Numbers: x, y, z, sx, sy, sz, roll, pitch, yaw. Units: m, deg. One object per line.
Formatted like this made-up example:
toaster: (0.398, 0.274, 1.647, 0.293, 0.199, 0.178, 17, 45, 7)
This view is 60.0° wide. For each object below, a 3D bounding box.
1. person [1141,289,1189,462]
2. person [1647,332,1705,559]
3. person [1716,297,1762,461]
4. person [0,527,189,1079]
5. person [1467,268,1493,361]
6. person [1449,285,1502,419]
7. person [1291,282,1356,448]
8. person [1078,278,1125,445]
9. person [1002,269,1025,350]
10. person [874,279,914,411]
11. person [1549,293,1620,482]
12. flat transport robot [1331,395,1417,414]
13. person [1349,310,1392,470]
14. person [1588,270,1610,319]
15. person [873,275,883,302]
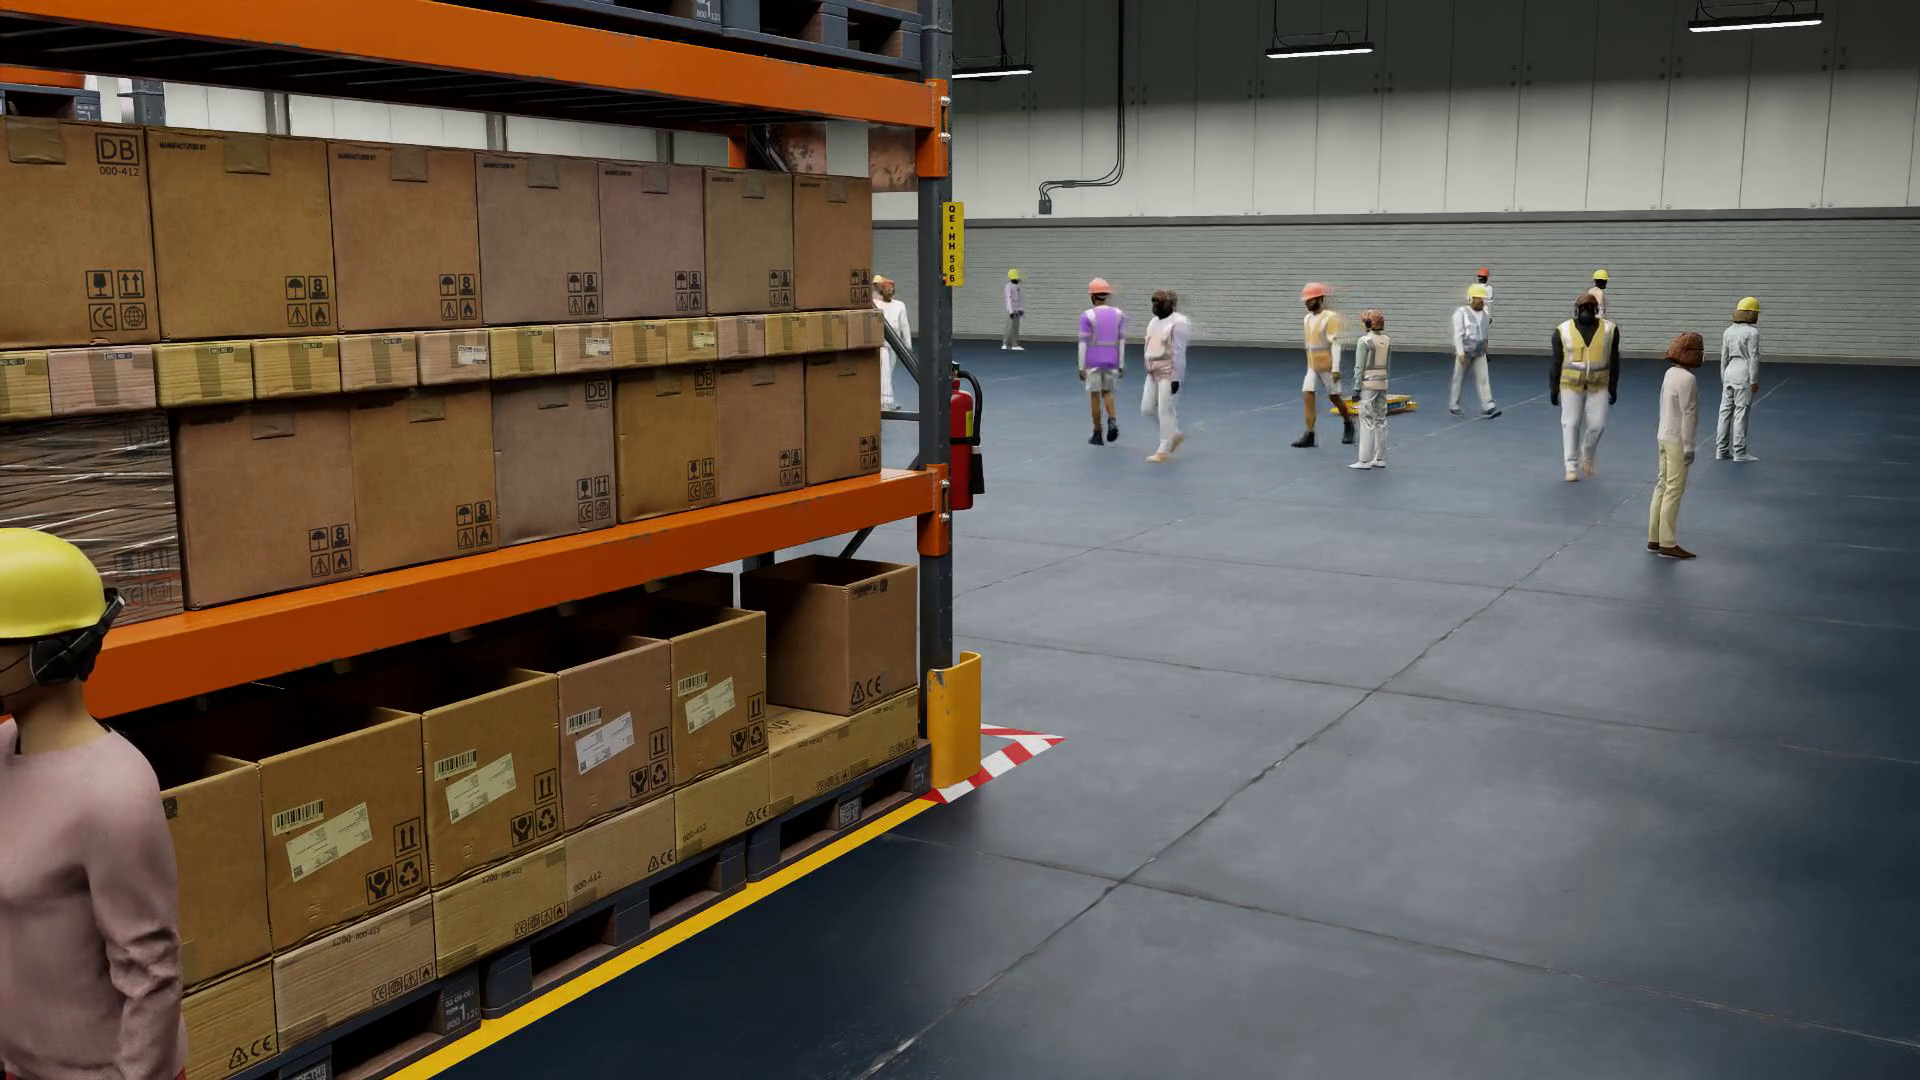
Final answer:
person: (2.185, -1.735, 17.626, 0.489, 1.830, 0.638, -5, 11, -26)
person: (5.210, -0.689, 12.064, 0.268, 1.632, 0.507, 1, 10, 5)
person: (8.325, -1.706, 17.716, 0.312, 1.737, 0.483, -3, 10, -17)
person: (-1.412, 0.853, 2.648, 0.524, 1.769, 0.315, 8, 12, 39)
person: (10.774, -4.658, 34.412, 0.377, 1.936, 0.549, -8, 13, -40)
person: (6.887, -2.503, 22.234, 0.598, 1.784, 0.923, -3, 10, -17)
person: (4.225, -2.010, 19.084, 0.954, 1.888, 0.617, -5, 11, -29)
person: (1.620, -2.048, 19.174, 0.574, 1.924, 0.415, -4, 10, -20)
person: (1.220, -5.316, 38.473, 0.409, 1.879, 0.696, 6, 11, 30)
person: (-0.945, -2.681, 23.091, 0.600, 1.839, 0.947, -6, 11, -30)
person: (6.021, -1.470, 16.071, 0.648, 1.824, 0.453, 3, 10, 14)
flat transport robot: (5.752, -1.889, 23.070, 0.652, 0.197, 1.431, 7, 12, 37)
person: (4.217, -1.536, 17.026, 0.513, 1.634, 0.311, -8, 13, -40)
person: (11.627, -3.962, 30.364, 0.367, 1.926, 0.594, 1, 10, 3)
person: (-1.724, -4.695, 35.125, 0.304, 1.770, 0.533, -7, 12, -37)
